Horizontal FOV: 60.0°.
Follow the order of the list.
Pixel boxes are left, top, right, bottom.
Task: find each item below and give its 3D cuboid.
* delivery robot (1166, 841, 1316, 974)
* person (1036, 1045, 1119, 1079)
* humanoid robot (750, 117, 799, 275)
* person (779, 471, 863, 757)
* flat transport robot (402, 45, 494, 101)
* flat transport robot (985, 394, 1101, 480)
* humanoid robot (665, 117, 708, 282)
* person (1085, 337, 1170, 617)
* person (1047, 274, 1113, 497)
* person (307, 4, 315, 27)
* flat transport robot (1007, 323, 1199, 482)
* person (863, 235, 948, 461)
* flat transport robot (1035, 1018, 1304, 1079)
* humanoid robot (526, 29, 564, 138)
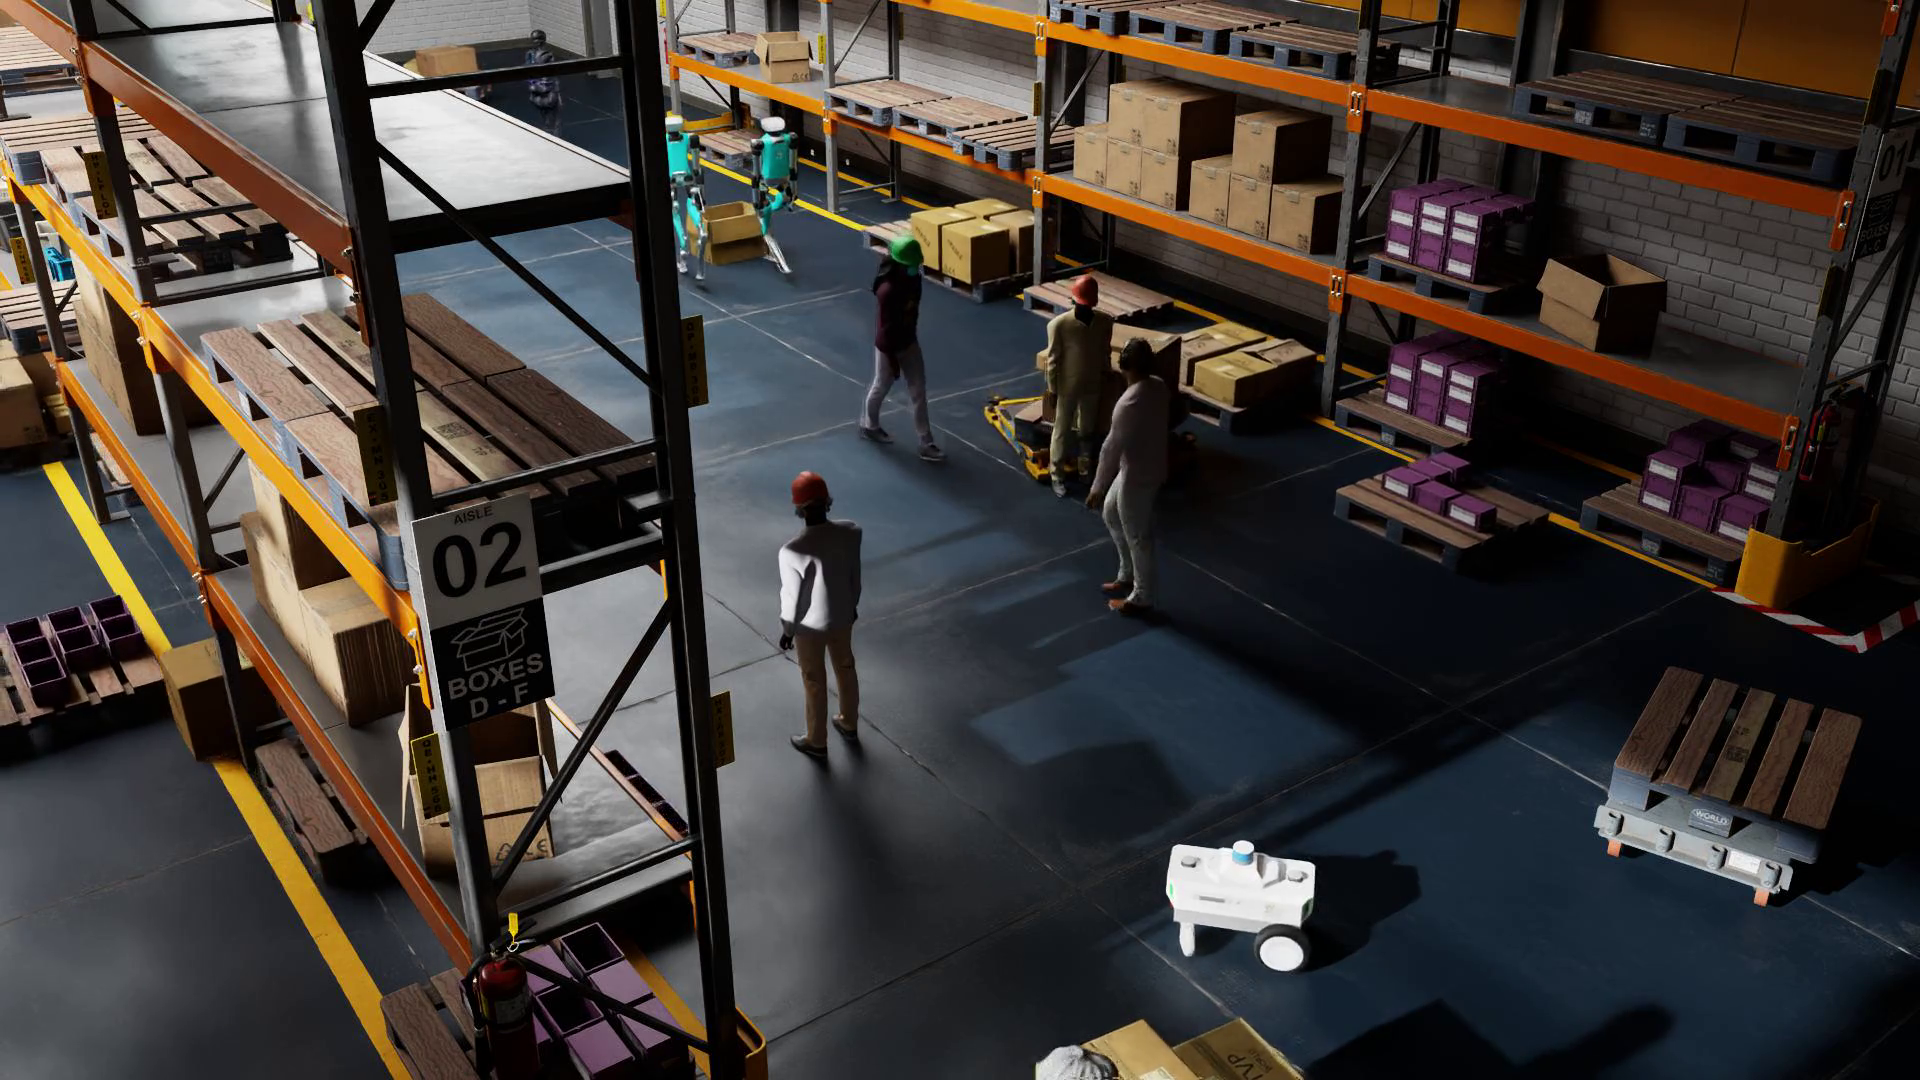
[{"bbox_3d":[1.388,1.755,8.169,0.745,0.587,0.524,6,27,12],"label":"delivery robot"},{"bbox_3d":[0.343,2.419,5.440,0.602,1.826,0.574,15,30,27],"label":"person"},{"bbox_3d":[-2.043,-3.652,17.599,0.547,1.724,0.955,-16,31,-28],"label":"humanoid robot"},{"bbox_3d":[-0.807,0.422,9.505,0.562,1.742,0.336,-22,34,-37],"label":"person"},{"bbox_3d":[-7.743,-6.620,25.154,0.659,0.231,1.431,0,27,1],"label":"flat transport robot"},{"bbox_3d":[0.723,-0.881,13.739,0.659,0.231,1.431,-8,28,-15],"label":"flat transport robot"},{"bbox_3d":[-2.844,-3.449,17.265,0.545,1.769,1.043,-10,29,-20],"label":"humanoid robot"},{"bbox_3d":[1.102,-0.394,10.940,0.553,1.910,0.656,9,28,18],"label":"person"},{"bbox_3d":[0.926,-1.189,12.700,0.562,1.748,0.337,-12,29,-23],"label":"person"},{"bbox_3d":[-8.773,-6.460,23.015,0.622,1.899,0.442,-21,33,-35],"label":"person"},{"bbox_3d":[1.166,-0.808,13.595,1.431,0.231,0.659,15,31,28],"label":"flat transport robot"},{"bbox_3d":[-0.470,-1.552,13.276,0.494,1.880,0.983,-23,35,-38],"label":"person"},{"bbox_3d":[1.040,2.782,6.454,1.431,0.231,0.659,-14,30,-26],"label":"flat transport robot"},{"bbox_3d":[-5.602,-6.024,22.416,0.588,1.658,0.336,14,30,26],"label":"humanoid robot"}]
